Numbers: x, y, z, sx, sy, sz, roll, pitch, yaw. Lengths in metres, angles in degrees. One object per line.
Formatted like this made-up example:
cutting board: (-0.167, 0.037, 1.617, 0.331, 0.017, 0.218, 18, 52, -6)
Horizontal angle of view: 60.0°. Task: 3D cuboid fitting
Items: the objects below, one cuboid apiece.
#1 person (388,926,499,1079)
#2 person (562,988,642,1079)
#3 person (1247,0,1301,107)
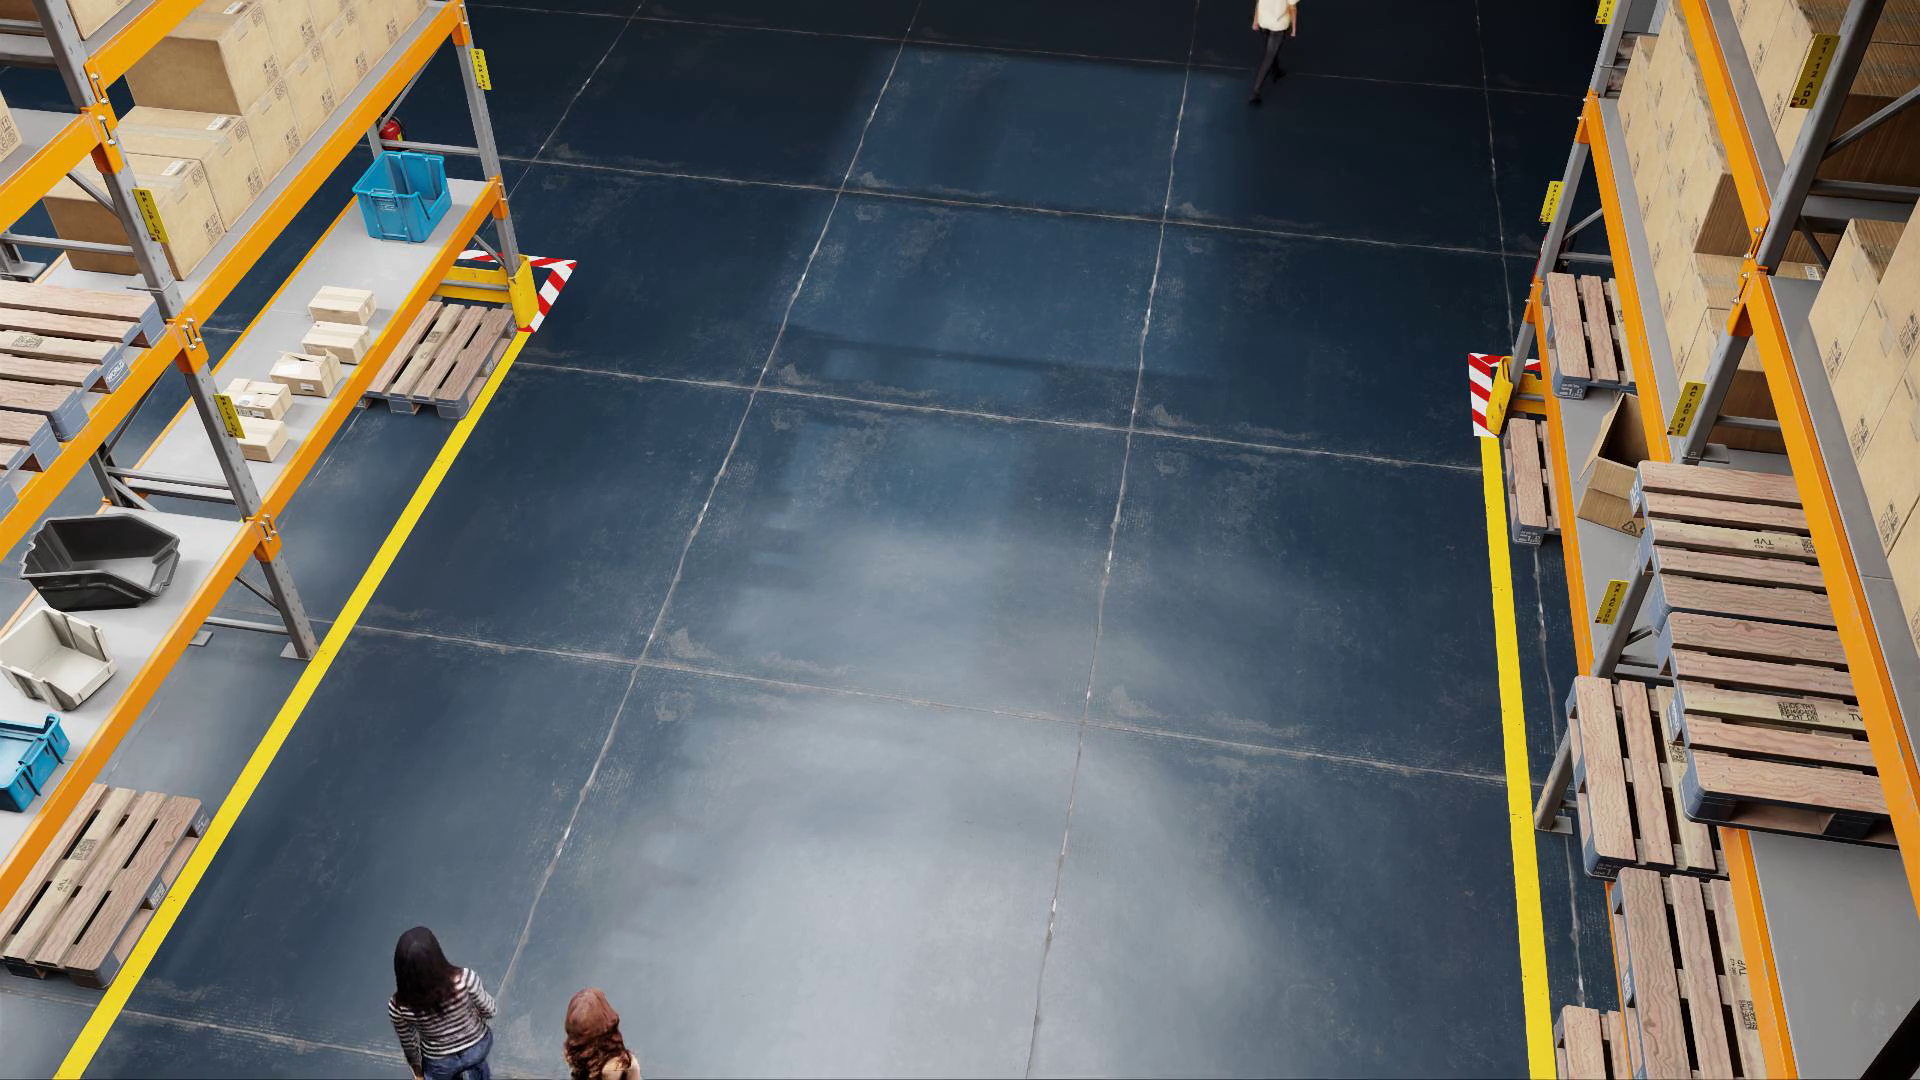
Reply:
person: (-2.397, 2.550, 8.082, 0.832, 1.751, 0.906, -26, 49, -24)
person: (-1.651, 2.817, 7.832, 0.631, 1.708, 0.823, 13, 45, 14)
person: (2.993, -4.939, 16.092, 0.942, 1.545, 1.090, 34, 53, 30)
